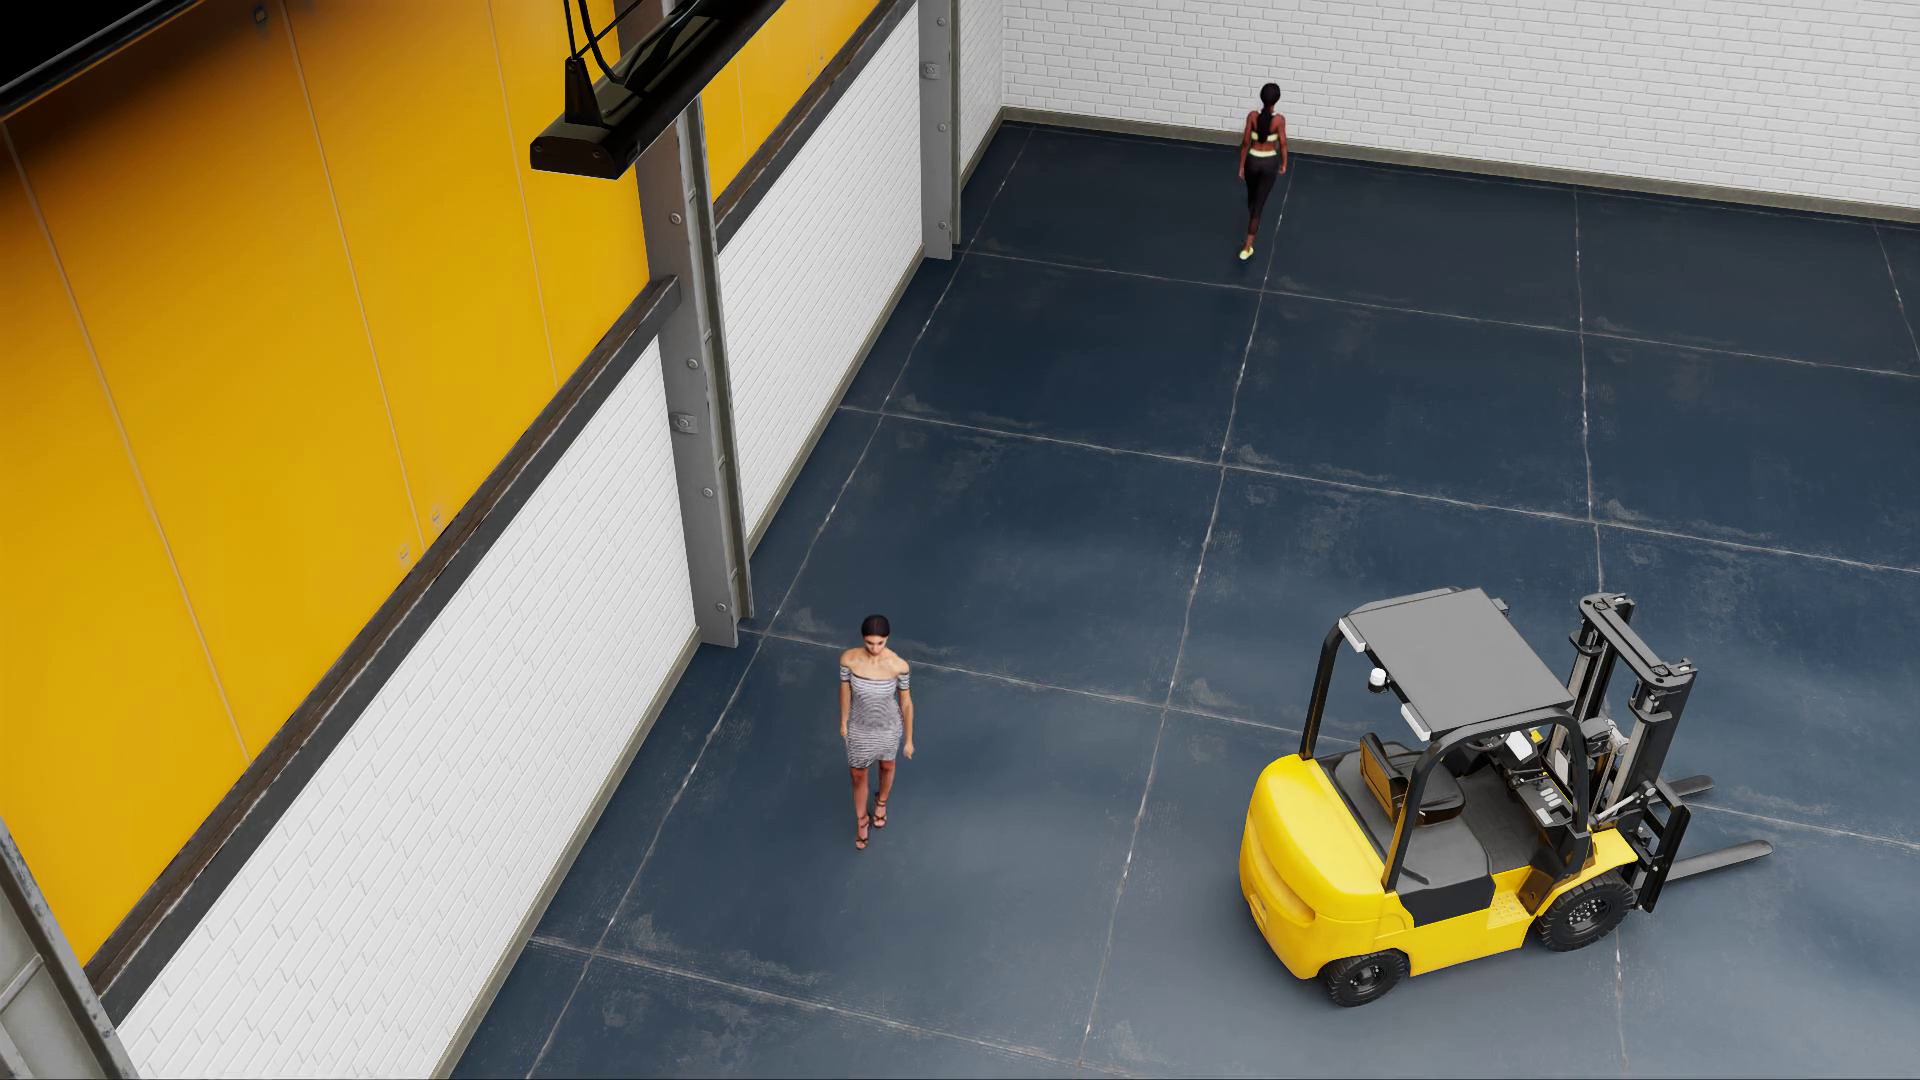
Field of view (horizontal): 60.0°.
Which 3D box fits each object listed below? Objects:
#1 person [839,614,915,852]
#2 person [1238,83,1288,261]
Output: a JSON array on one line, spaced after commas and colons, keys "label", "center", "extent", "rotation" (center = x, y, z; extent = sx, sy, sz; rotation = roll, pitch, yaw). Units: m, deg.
[{"label": "person", "center": [-0.516, 1.109, 10.379], "extent": [0.689, 1.814, 0.698], "rotation": [3, 39, 4]}, {"label": "person", "center": [2.936, -3.583, 16.344], "extent": [0.660, 1.701, 1.162], "rotation": [13, 40, 16]}]
